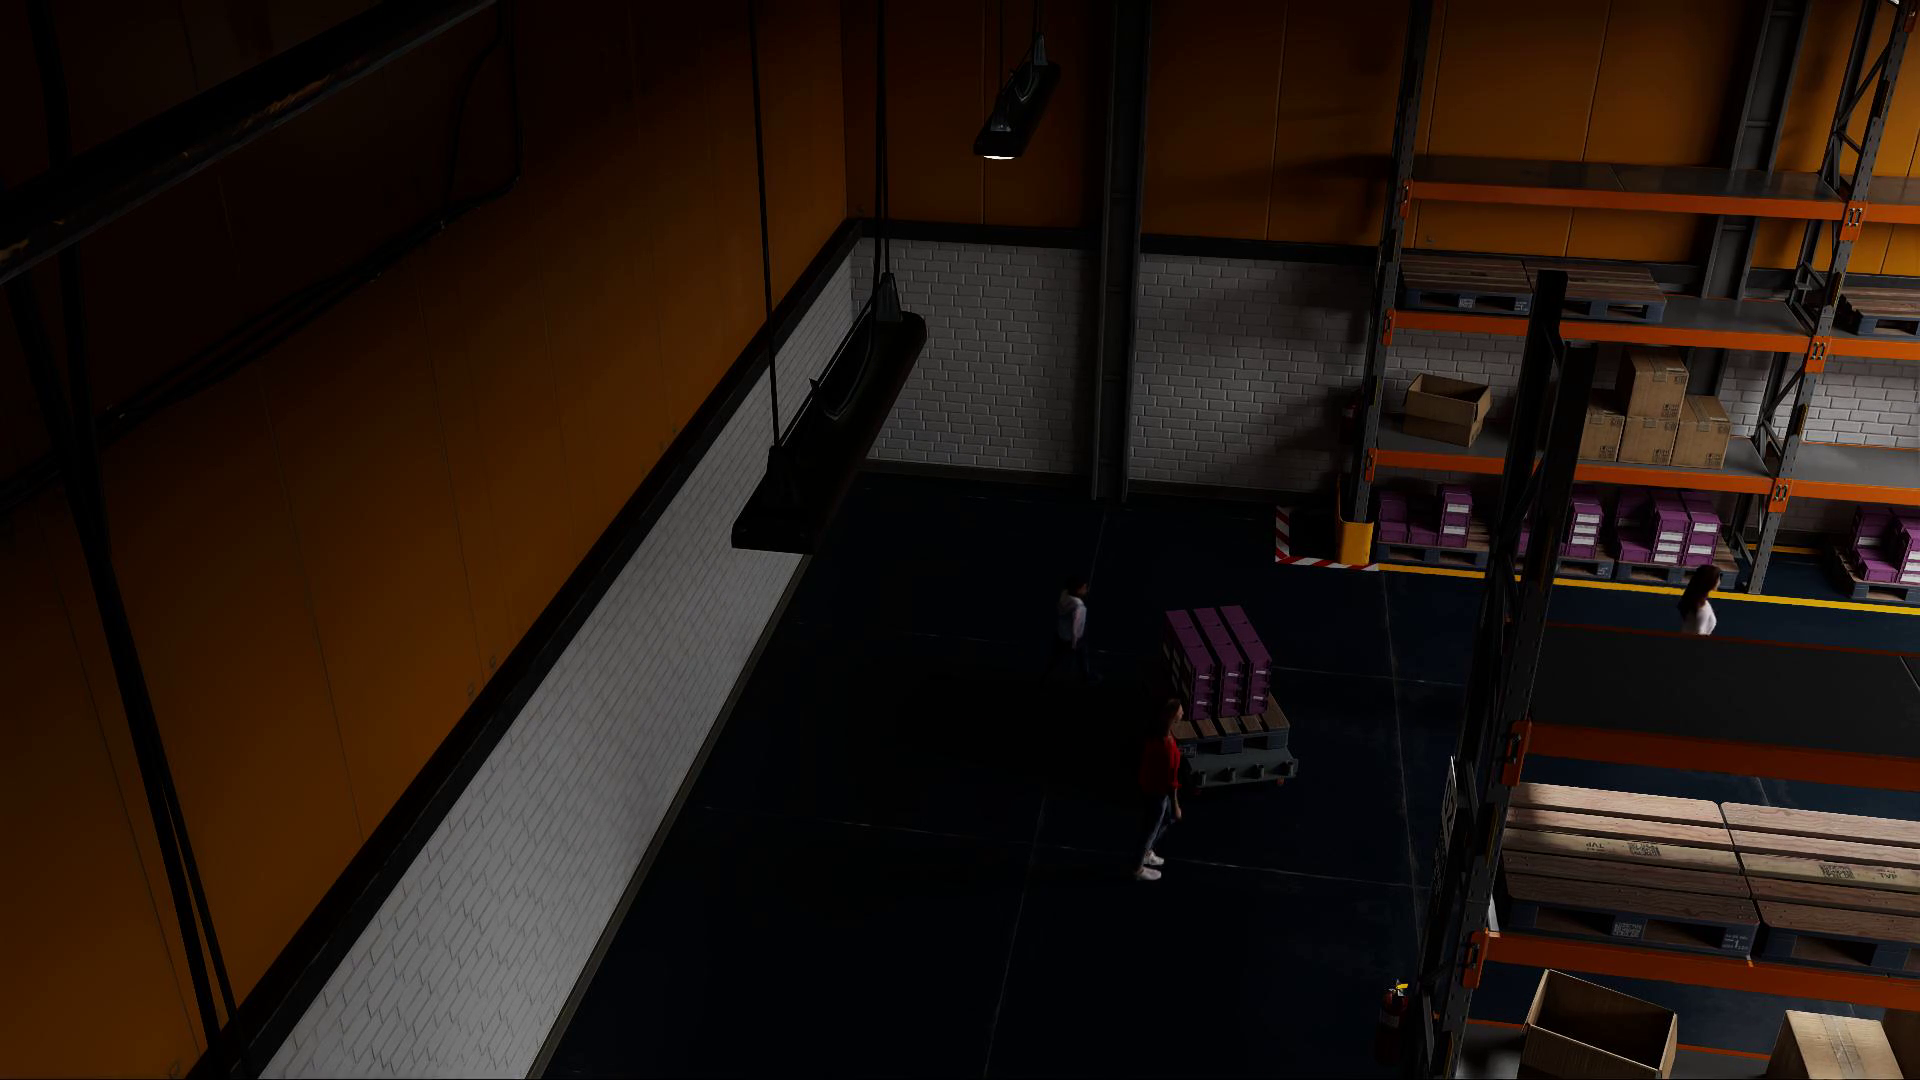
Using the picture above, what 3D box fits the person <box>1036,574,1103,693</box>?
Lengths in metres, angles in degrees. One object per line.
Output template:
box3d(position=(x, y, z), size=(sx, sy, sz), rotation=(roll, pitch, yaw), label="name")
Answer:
box3d(position=(0.936, 0.865, 15.133), size=(0.921, 1.233, 0.802), rotation=(-14, 32, -24), label="person")

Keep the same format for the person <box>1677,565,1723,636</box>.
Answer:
box3d(position=(6.187, 1.001, 14.340), size=(0.910, 1.752, 0.619), rotation=(6, 29, 12), label="person")

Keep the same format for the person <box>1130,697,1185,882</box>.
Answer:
box3d(position=(1.421, 1.934, 12.696), size=(0.681, 1.689, 0.687), rotation=(-3, 29, -5), label="person")
